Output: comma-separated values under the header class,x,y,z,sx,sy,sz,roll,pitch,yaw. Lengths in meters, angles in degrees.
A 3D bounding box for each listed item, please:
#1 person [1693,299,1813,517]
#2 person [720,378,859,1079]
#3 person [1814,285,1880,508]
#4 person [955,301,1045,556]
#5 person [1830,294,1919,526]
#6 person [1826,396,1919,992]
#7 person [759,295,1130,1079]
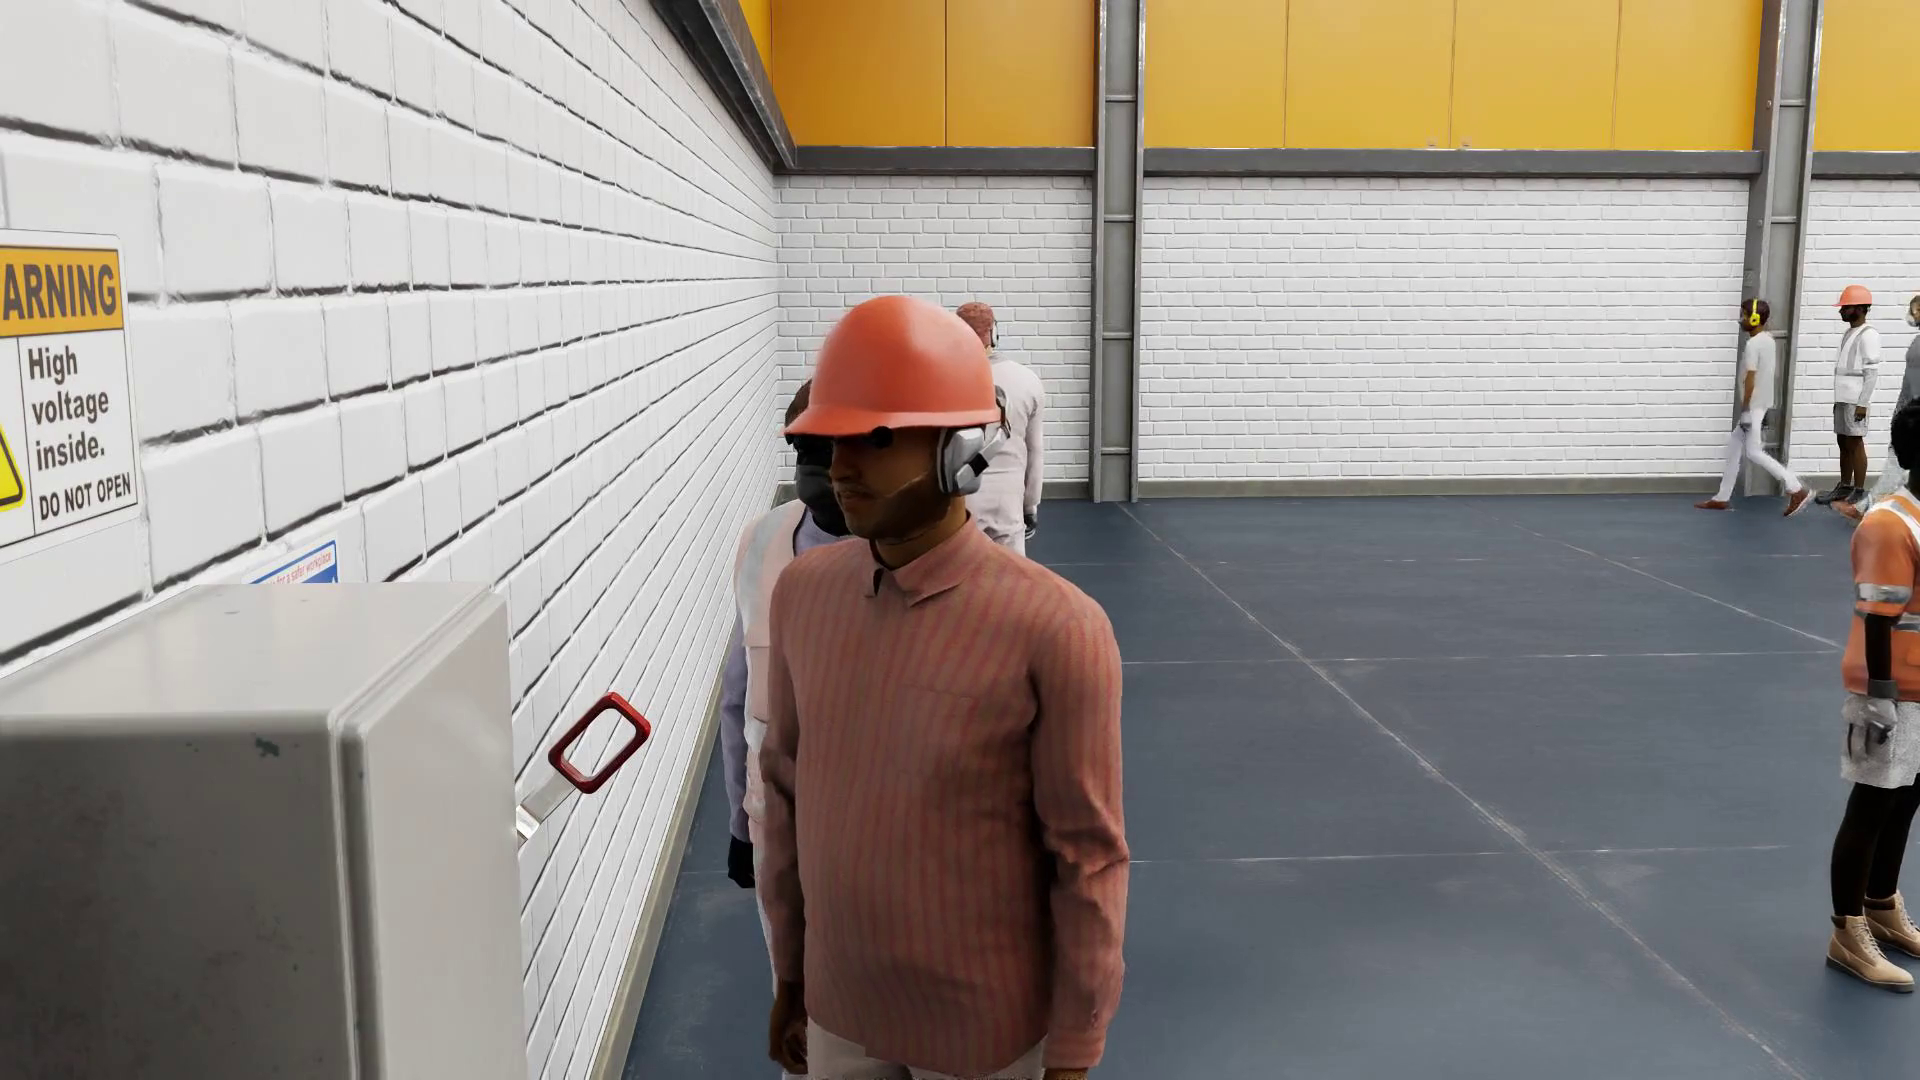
class,x,y,z,sx,sy,sz,roll,pitch,yaw
person,6.748,-1.118,14.054,0.910,1.839,0.534,7,11,37
person,-0.209,0.588,3.292,0.634,1.841,0.429,4,10,26
person,7.704,-1.231,14.412,0.362,1.935,0.553,1,9,7
person,0.074,-0.156,7.780,0.638,1.902,0.407,-3,10,-19
person,7.527,-1.010,13.169,1.026,1.881,0.657,4,10,22
person,2.725,0.423,4.776,0.541,1.697,0.316,-8,12,-40
person,-0.059,0.658,2.369,0.612,1.994,0.395,7,11,37
